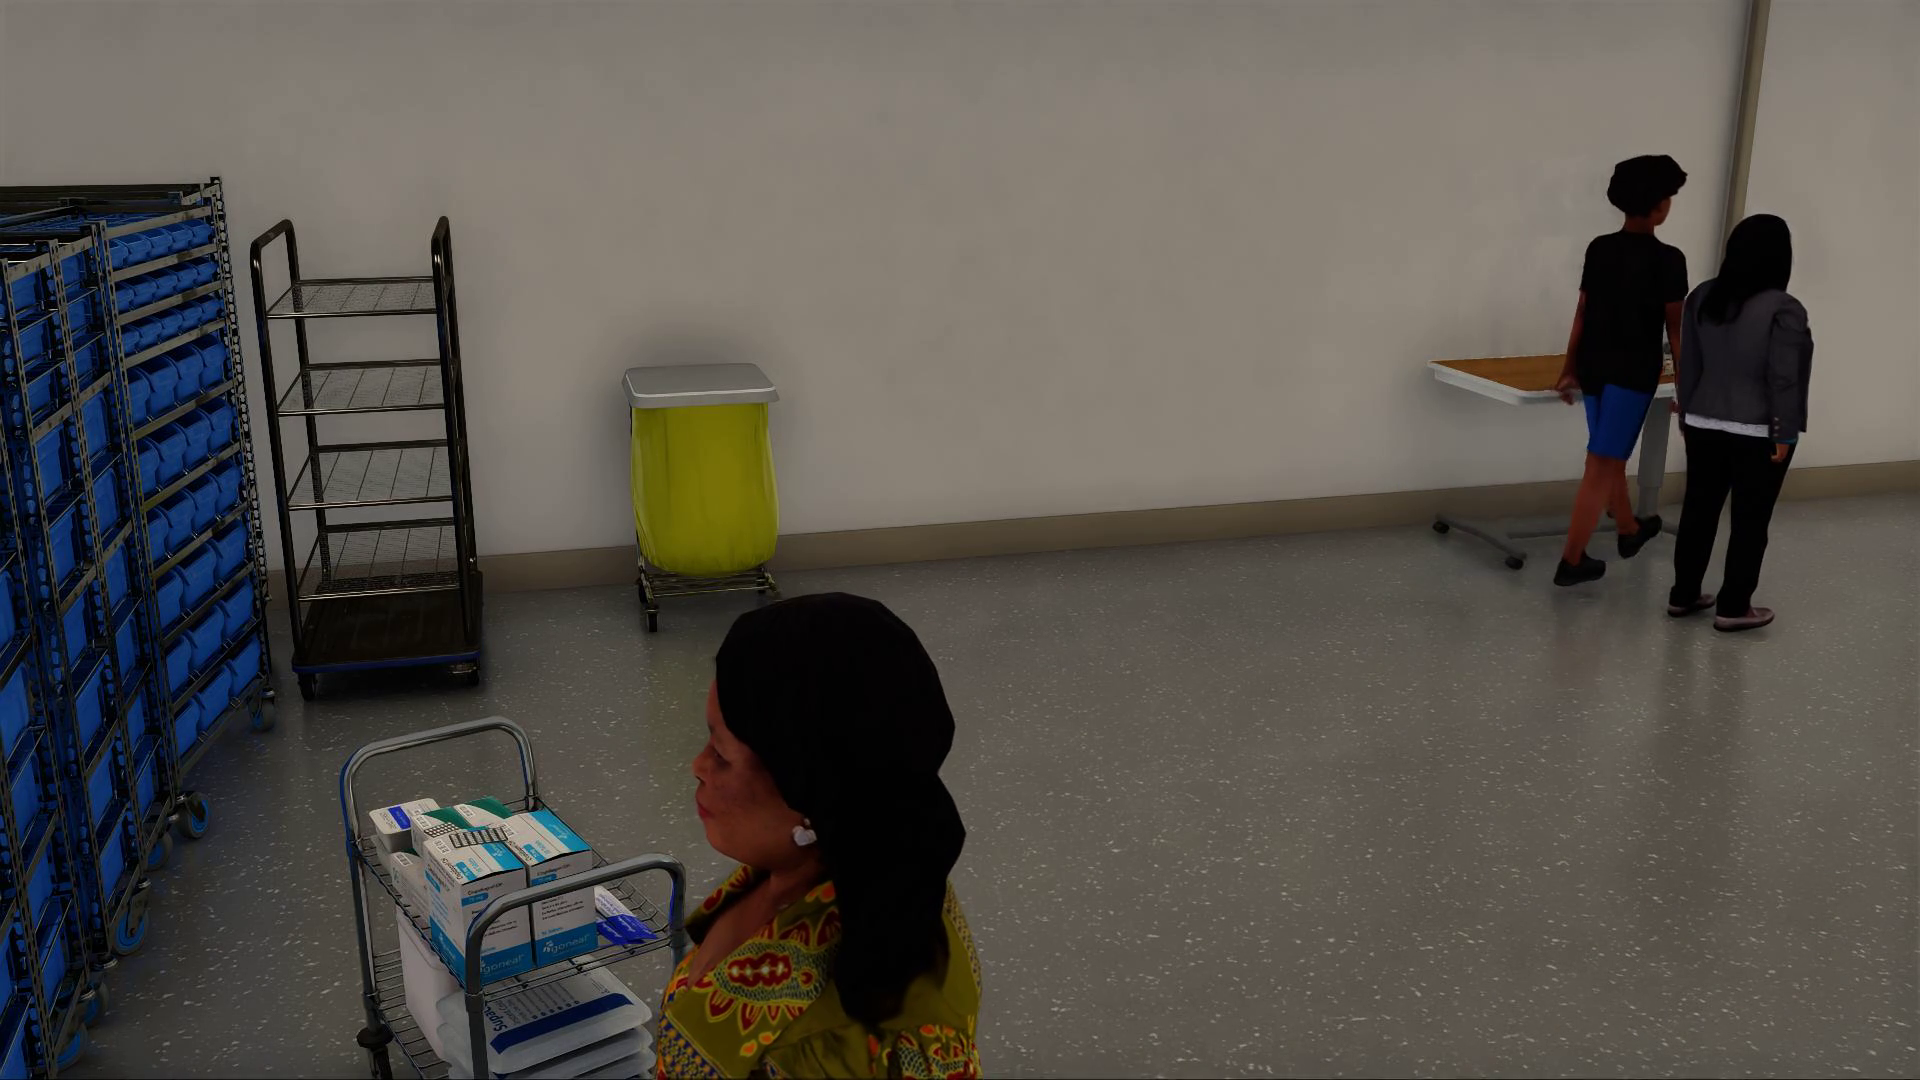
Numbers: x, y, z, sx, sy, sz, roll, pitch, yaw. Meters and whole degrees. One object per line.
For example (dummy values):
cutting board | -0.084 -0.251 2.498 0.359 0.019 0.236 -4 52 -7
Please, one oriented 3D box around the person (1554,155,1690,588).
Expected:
person | 2.660 -0.659 6.860 1.105 1.763 0.835 -10 19 -31

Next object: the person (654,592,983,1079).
person | -0.113 0.837 1.743 0.775 1.660 0.854 -3 16 -11

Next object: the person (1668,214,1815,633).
person | 2.998 -0.446 6.411 0.732 1.596 0.734 -8 18 -27
